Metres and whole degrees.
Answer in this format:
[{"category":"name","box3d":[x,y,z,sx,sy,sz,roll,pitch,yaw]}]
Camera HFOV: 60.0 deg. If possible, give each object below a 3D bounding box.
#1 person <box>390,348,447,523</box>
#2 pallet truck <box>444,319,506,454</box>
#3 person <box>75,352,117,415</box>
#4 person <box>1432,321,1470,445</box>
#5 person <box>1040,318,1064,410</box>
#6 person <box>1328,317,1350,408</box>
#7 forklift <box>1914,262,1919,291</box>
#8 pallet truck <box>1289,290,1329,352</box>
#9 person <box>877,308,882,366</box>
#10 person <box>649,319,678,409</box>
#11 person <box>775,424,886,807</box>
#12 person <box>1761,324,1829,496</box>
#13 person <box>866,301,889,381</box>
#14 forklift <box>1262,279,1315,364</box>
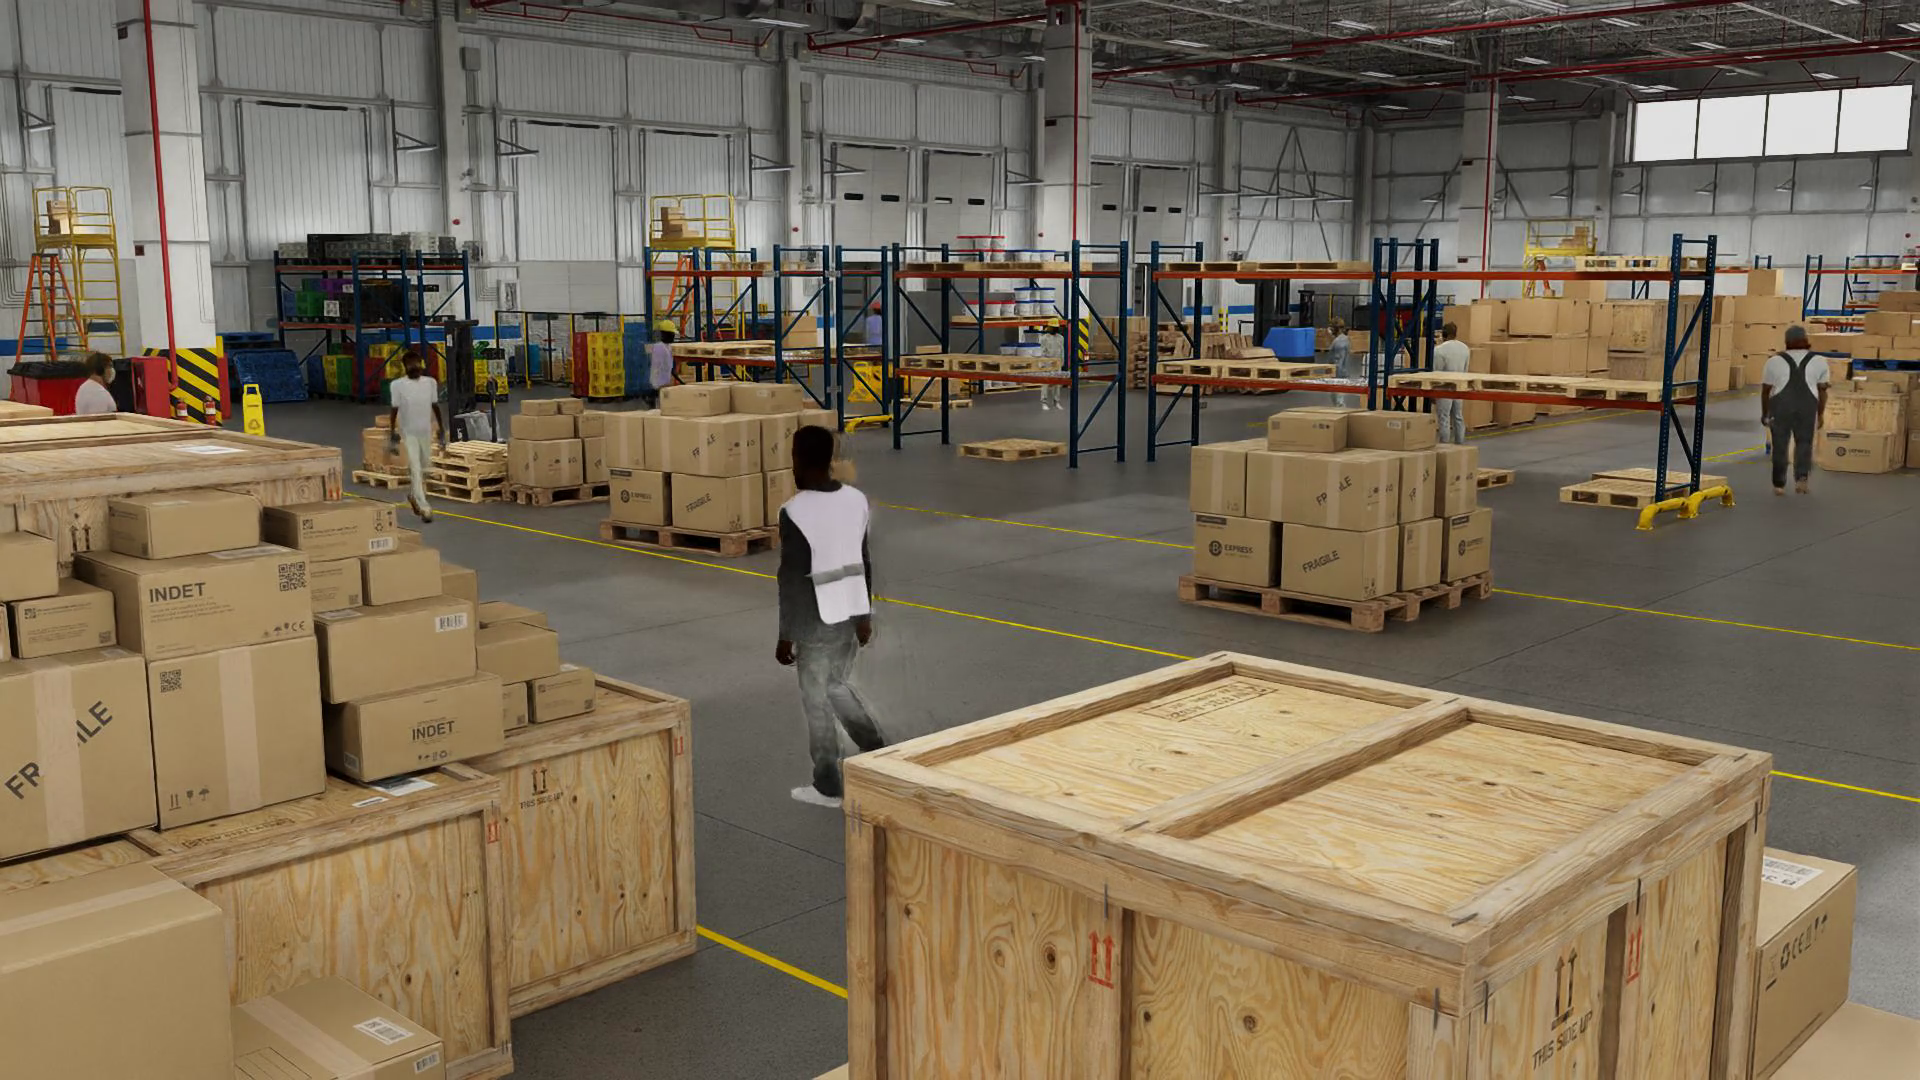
[{"category":"person","box3d":[-5.727,-1.113,17.566,0.573,1.841,0.806,-7,12,-36]},{"category":"pallet truck","box3d":[-6.981,-1.942,22.150,1.885,1.965,0.823,1,9,9]},{"category":"person","box3d":[-7.725,-0.760,15.194,0.944,1.897,0.657,-8,12,-40]},{"category":"person","box3d":[6.815,-2.071,23.173,0.624,1.931,0.378,-5,11,-29]},{"category":"person","box3d":[1.749,-3.318,31.392,0.485,1.736,0.322,-4,10,-24]},{"category":"person","box3d":[5.806,-2.454,25.530,0.364,1.930,0.630,2,10,13]},{"category":"forklift","box3d":[22.961,-5.178,39.293,1.129,2.768,1.873,-1,9,-8]},{"category":"pallet truck","box3d":[11.297,-6.951,52.861,1.885,1.965,0.823,-5,11,-29]},{"category":"person","box3d":[-2.154,-5.387,44.399,0.324,1.631,0.522,-1,9,-6]},{"category":"person","box3d":[-4.601,-2.403,25.278,0.697,1.900,0.603,1,9,5]},{"category":"person","box3d":[-0.632,0.389,8.148,0.467,1.902,0.604,6,11,32]},{"category":"person","box3d":[9.783,-1.542,19.569,0.695,2.000,0.699,4,10,21]},{"category":"person","box3d":[-1.910,-4.549,38.346,0.561,1.927,0.523,3,10,18]},{"category":"forklift","box3d":[8.555,-6.090,44.881,1.873,2.768,1.129,9,13,43]}]
